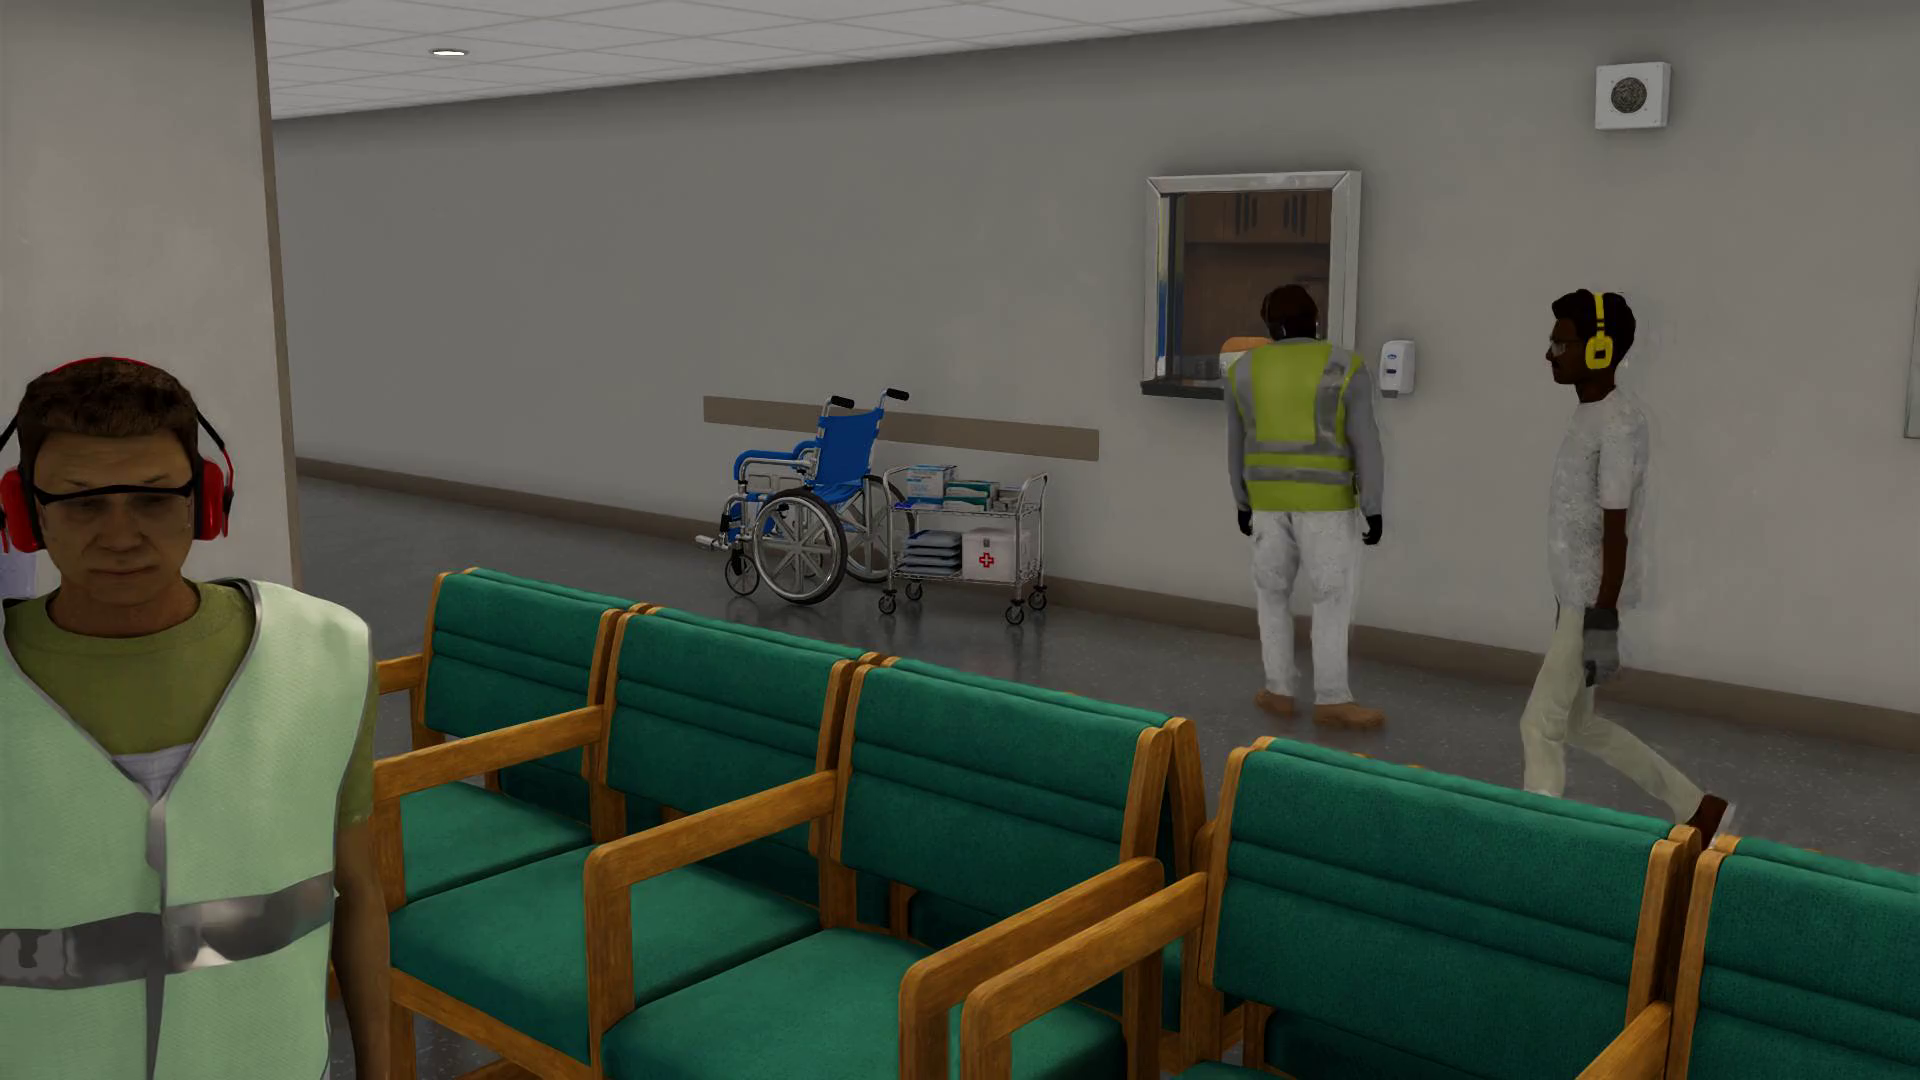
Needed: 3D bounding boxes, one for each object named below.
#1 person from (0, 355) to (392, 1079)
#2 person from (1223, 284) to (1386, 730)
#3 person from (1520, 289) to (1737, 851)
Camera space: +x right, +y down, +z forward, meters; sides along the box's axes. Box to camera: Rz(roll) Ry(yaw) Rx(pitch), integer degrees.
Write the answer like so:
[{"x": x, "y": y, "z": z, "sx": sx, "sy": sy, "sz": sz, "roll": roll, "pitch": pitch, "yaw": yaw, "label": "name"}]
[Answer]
[{"x": -0.966, "y": 0.696, "z": 2.016, "sx": 0.571, "sy": 1.840, "sz": 0.373, "roll": -7, "pitch": 12, "yaw": -34, "label": "person"}, {"x": 1.466, "y": -0.141, "z": 6.898, "sx": 0.759, "sy": 1.813, "sz": 0.431, "roll": 7, "pitch": 12, "yaw": 33, "label": "person"}, {"x": 1.913, "y": 0.187, "z": 4.915, "sx": 0.765, "sy": 1.848, "sz": 0.523, "roll": 2, "pitch": 10, "yaw": 12, "label": "person"}]
